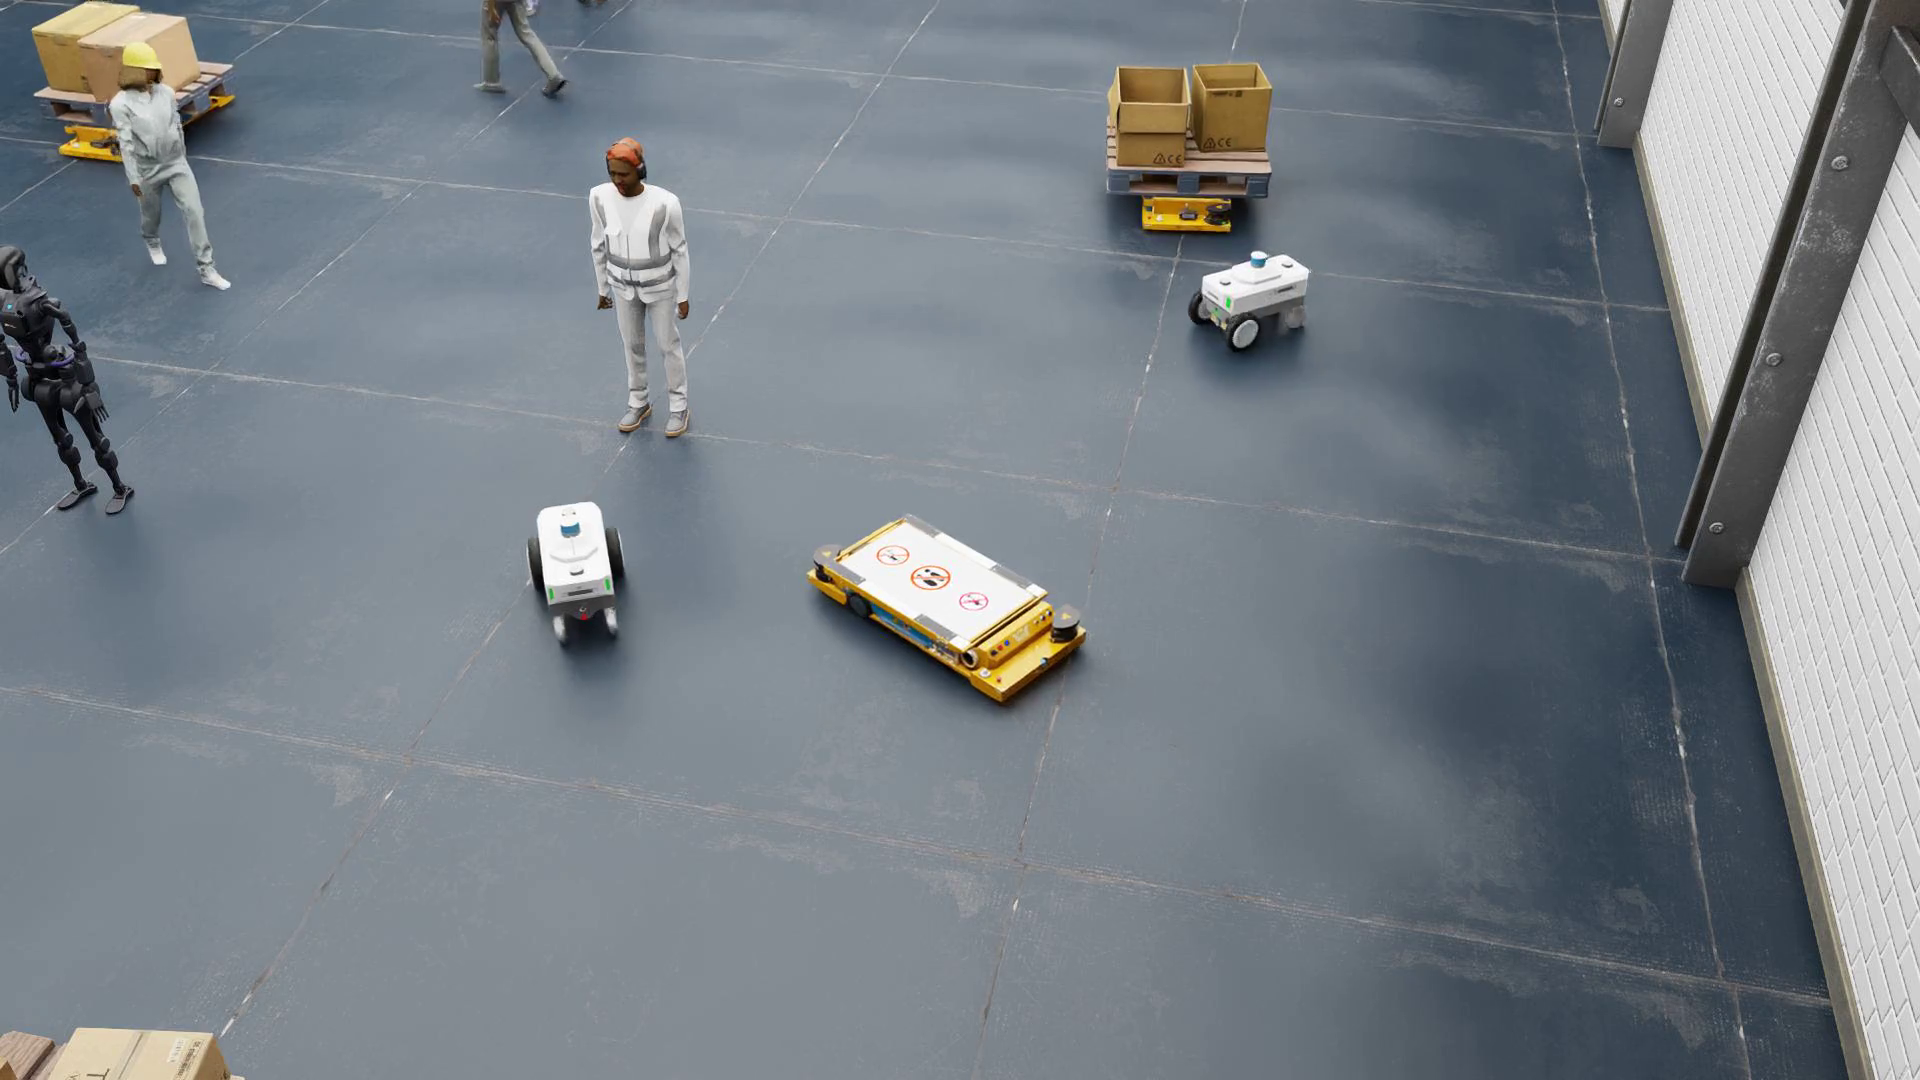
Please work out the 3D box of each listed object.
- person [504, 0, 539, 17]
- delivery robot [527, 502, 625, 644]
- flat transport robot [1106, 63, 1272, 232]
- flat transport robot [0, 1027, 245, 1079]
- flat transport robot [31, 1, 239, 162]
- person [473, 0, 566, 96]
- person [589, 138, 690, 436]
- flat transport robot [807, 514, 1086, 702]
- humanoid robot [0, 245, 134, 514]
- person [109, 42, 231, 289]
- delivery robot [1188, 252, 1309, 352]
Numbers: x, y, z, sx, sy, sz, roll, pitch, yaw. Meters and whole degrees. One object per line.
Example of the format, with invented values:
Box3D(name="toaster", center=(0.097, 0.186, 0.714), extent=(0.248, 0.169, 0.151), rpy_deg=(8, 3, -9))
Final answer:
Box3D(name="person", center=(-4.328, -5.942, 15.855), extent=(0.569, 1.841, 0.377), rpy_deg=(8, 37, 10))
Box3D(name="delivery robot", center=(-2.033, 0.131, 8.817), extent=(0.499, 0.610, 0.814), rpy_deg=(-9, 38, -12))
Box3D(name="flat transport robot", center=(1.731, -2.792, 12.954), extent=(0.659, 0.231, 1.431), rpy_deg=(2, 37, 3))
Box3D(name="flat transport robot", center=(-3.227, 2.506, 5.866), extent=(1.431, 0.231, 0.659), rpy_deg=(8, 37, 10))
Box3D(name="flat transport robot", center=(-6.831, -3.557, 13.978), extent=(0.659, 0.231, 1.431), rpy_deg=(9, 38, 12))
Box3D(name="person", center=(-3.868, -4.664, 14.173), extent=(0.864, 1.816, 0.567), rpy_deg=(18, 41, 23))
Box3D(name="person", center=(-1.880, -1.482, 9.852), extent=(0.584, 1.883, 0.344), rpy_deg=(8, 37, 10))
Box3D(name="flat transport robot", center=(-0.089, 0.315, 8.797), extent=(1.431, 0.231, 0.659), rpy_deg=(29, 46, 33))
Box3D(name="humanoid robot", center=(-5.008, -0.876, 9.205), extent=(0.599, 1.655, 0.315), rpy_deg=(8, 37, 10))
Box3D(name="person", center=(-5.560, -2.605, 11.495), extent=(0.841, 1.706, 0.517), rpy_deg=(27, 45, 32))
Box3D(name="delivery robot", center=(1.965, -1.646, 11.181), extent=(0.789, 0.593, 0.499), rpy_deg=(-18, 40, -23))
